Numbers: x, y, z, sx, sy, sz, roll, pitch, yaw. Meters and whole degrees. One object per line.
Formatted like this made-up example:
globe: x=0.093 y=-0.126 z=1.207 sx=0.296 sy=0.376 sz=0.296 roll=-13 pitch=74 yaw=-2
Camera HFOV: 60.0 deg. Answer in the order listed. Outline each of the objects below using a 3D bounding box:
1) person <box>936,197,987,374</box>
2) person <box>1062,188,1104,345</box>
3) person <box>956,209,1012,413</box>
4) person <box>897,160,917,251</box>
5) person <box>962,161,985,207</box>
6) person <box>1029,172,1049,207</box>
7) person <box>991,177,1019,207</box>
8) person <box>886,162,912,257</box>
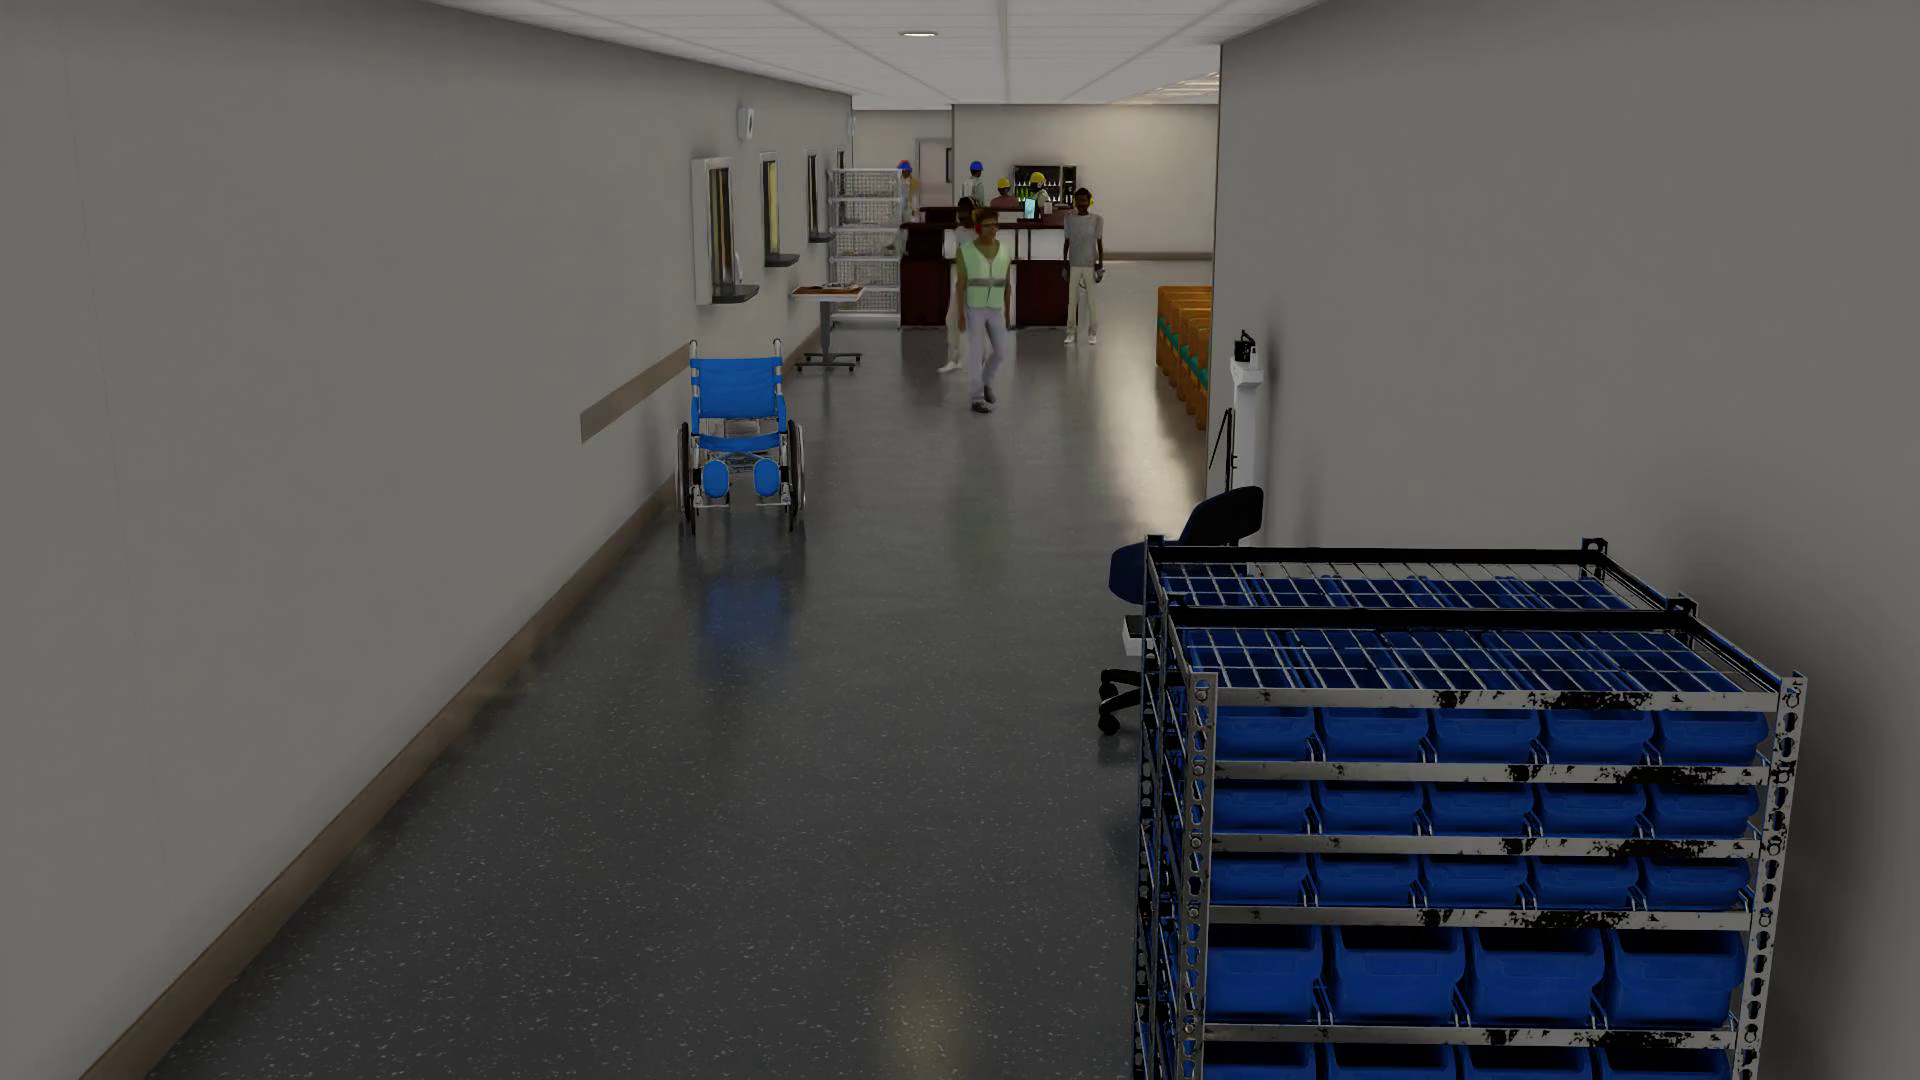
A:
person: x=0.024 y=-2.635 z=17.330 sx=0.716 sy=1.838 sz=0.552 roll=-12 pitch=18 yaw=-39
person: x=1.464 y=-3.258 z=19.838 sx=0.505 sy=1.861 sz=0.330 roll=4 pitch=14 yaw=16
person: x=0.207 y=-2.073 z=15.081 sx=0.579 sy=1.834 sz=0.440 roll=-7 pitch=15 yaw=-26
person: x=-1.098 y=-7.049 z=35.097 sx=0.584 sy=1.920 sz=0.544 roll=-13 pitch=19 yaw=-43
person: x=0.281 y=-6.253 z=31.794 sx=0.406 sy=1.945 sz=0.614 roll=-10 pitch=17 yaw=-35
person: x=1.336 y=-5.365 z=28.462 sx=0.403 sy=1.827 sz=0.590 roll=0 pitch=14 yaw=-1
person: x=0.735 y=-5.139 z=27.673 sx=0.518 sy=1.757 sz=0.339 roll=6 pitch=15 yaw=22
person: x=-1.172 y=-6.477 z=32.772 sx=0.524 sy=1.919 sz=0.612 roll=-4 pitch=14 yaw=-14
